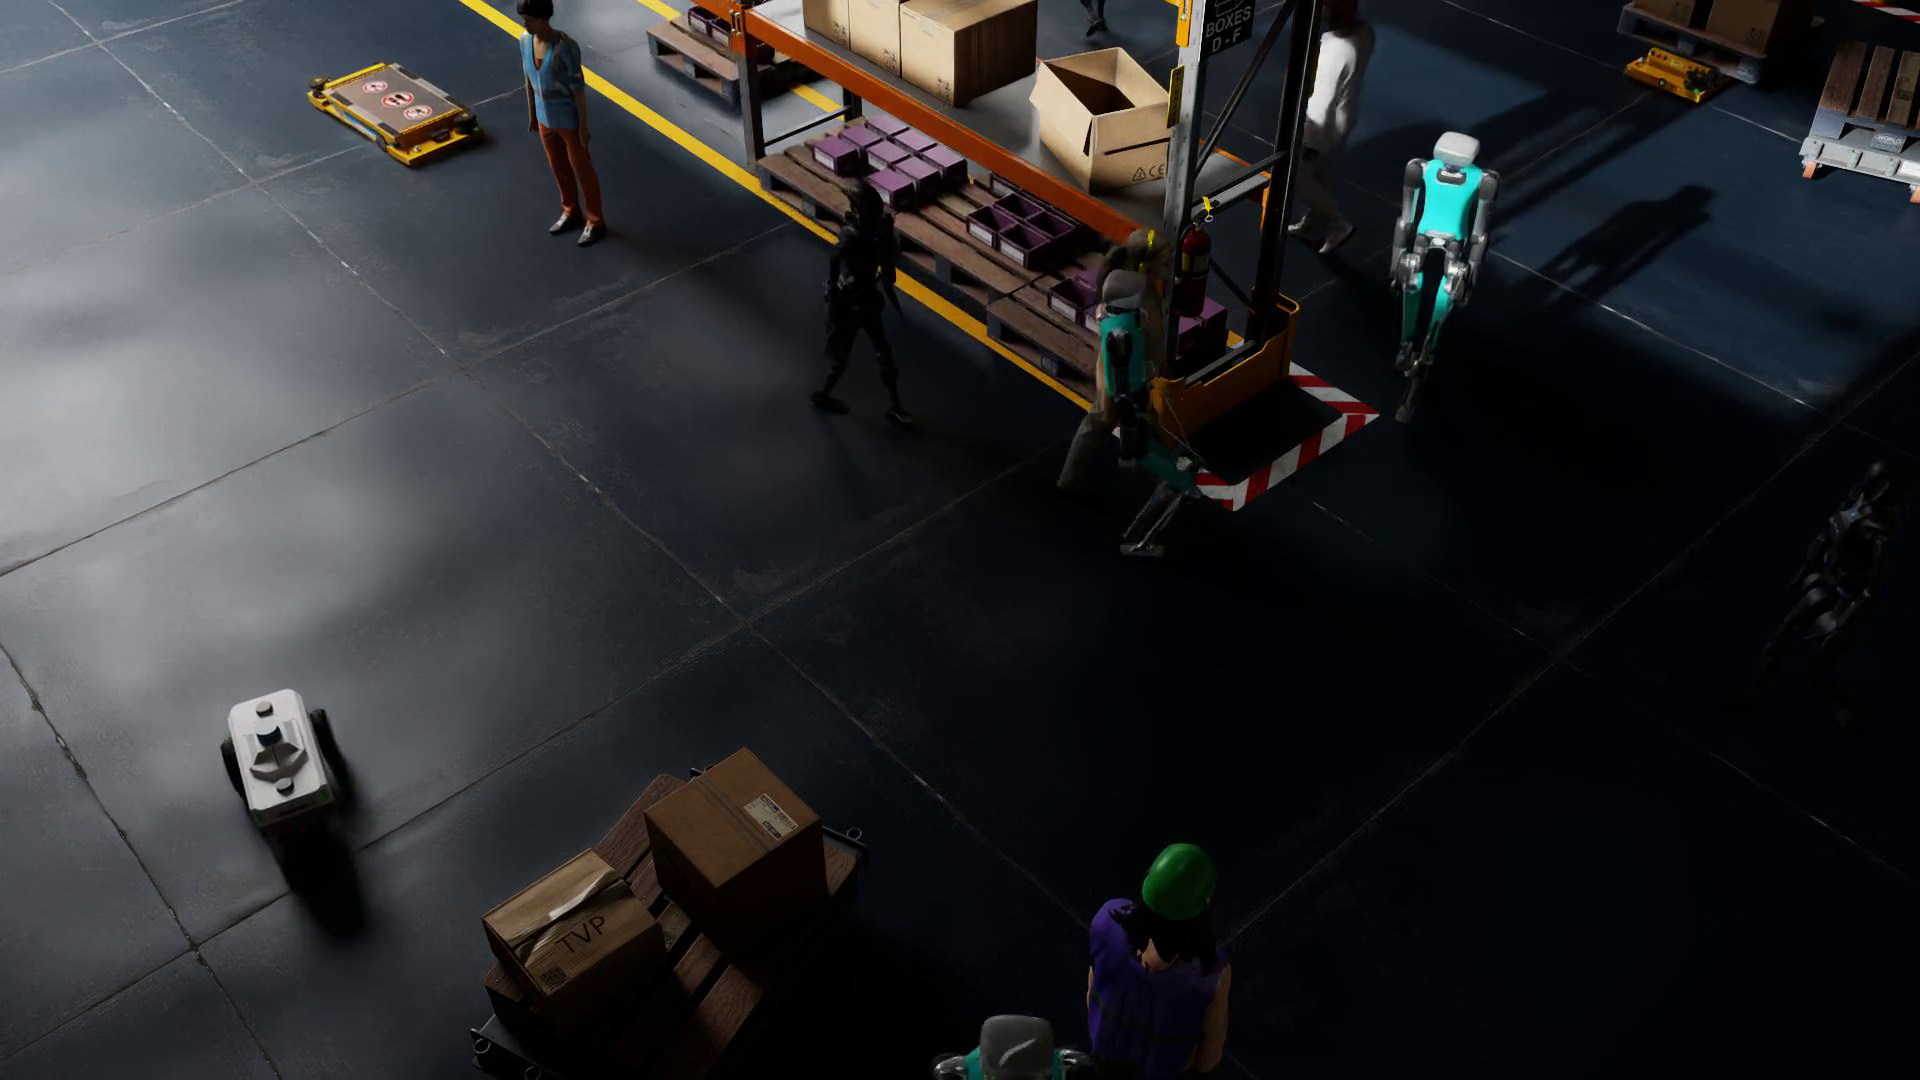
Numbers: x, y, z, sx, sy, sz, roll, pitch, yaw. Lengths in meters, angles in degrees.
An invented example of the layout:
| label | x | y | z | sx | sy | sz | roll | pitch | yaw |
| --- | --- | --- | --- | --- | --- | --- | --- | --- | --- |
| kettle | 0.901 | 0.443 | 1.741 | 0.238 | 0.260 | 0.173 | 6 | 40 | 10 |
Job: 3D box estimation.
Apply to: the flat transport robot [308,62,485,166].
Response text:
| label | x | y | z | sx | sy | sz | roll | pitch | yaw |
| --- | --- | --- | --- | --- | --- | --- | --- | --- | --- |
| flat transport robot | -4.311 | -3.281 | 12.664 | 1.431 | 0.231 | 0.659 | 33 | 52 | 31 |

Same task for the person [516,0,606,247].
| label | x | y | z | sx | sy | sz | roll | pitch | yaw |
| --- | --- | --- | --- | --- | --- | --- | --- | --- | --- |
| person | -2.668 | -2.800 | 11.042 | 0.499 | 1.759 | 0.339 | 21 | 47 | 21 |

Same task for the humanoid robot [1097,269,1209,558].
| label | x | y | z | sx | sy | sz | roll | pitch | yaw |
| --- | --- | --- | --- | --- | --- | --- | --- | --- | --- |
| humanoid robot | 1.050 | -0.585 | 8.651 | 0.766 | 1.785 | 0.543 | 4 | 43 | 5 |

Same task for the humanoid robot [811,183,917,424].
| label | x | y | z | sx | sy | sz | roll | pitch | yaw |
| --- | --- | --- | --- | --- | --- | --- | --- | --- | --- |
| humanoid robot | -0.576 | -1.354 | 9.547 | 0.732 | 1.629 | 0.589 | 26 | 48 | 25 |

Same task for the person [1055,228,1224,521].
| label | x | y | z | sx | sy | sz | roll | pitch | yaw |
| --- | --- | --- | --- | --- | --- | --- | --- | --- | --- |
| person | 0.984 | -0.863 | 8.884 | 0.968 | 1.825 | 0.586 | 5 | 43 | 5 |

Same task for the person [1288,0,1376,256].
| label | x | y | z | sx | sy | sz | roll | pitch | yaw |
| --- | --- | --- | --- | --- | --- | --- | --- | --- | --- |
| person | 2.431 | -2.719 | 10.852 | 0.528 | 1.896 | 0.641 | 27 | 49 | 26 |

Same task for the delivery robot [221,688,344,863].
| label | x | y | z | sx | sy | sz | roll | pitch | yaw |
| --- | --- | --- | --- | --- | --- | --- | --- | --- | --- |
| delivery robot | -3.153 | 1.053 | 7.747 | 0.499 | 0.606 | 0.794 | -19 | 46 | -20 |

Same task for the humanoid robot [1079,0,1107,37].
| label | x | y | z | sx | sy | sz | roll | pitch | yaw |
| --- | --- | --- | --- | --- | --- | --- | --- | --- | --- |
| humanoid robot | 1.150 | -4.852 | 13.335 | 0.610 | 1.636 | 0.477 | -14 | 44 | -15 |

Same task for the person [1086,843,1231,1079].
| label | x | y | z | sx | sy | sz | roll | pitch | yaw |
| --- | --- | --- | --- | --- | --- | --- | --- | --- | --- |
| person | 0.687 | 1.754 | 5.970 | 0.529 | 1.924 | 0.427 | 21 | 47 | 21 |

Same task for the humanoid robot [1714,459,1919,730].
| label | x | y | z | sx | sy | sz | roll | pitch | yaw |
| --- | --- | --- | --- | --- | --- | --- | --- | --- | --- |
| humanoid robot | 4.158 | 0.282 | 7.786 | 0.724 | 1.650 | 0.590 | 3 | 43 | 3 |

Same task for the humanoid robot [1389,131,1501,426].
| label | x | y | z | sx | sy | sz | roll | pitch | yaw |
| --- | --- | --- | --- | --- | --- | --- | --- | --- | --- |
| humanoid robot | 2.681 | -1.415 | 9.585 | 0.552 | 1.760 | 1.026 | 16 | 45 | 16 |

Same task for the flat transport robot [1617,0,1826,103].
| label | x | y | z | sx | sy | sz | roll | pitch | yaw |
| --- | --- | --- | --- | --- | --- | --- | --- | --- | --- |
| flat transport robot | 6.036 | -3.925 | 13.364 | 1.431 | 0.231 | 0.659 | -31 | 51 | -29 |

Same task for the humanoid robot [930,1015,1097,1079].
| label | x | y | z | sx | sy | sz | roll | pitch | yaw |
| --- | --- | --- | --- | --- | --- | --- | --- | --- | --- |
| humanoid robot | 0.181 | 2.332 | 5.493 | 0.553 | 1.804 | 0.769 | -4 | 43 | -4 |
